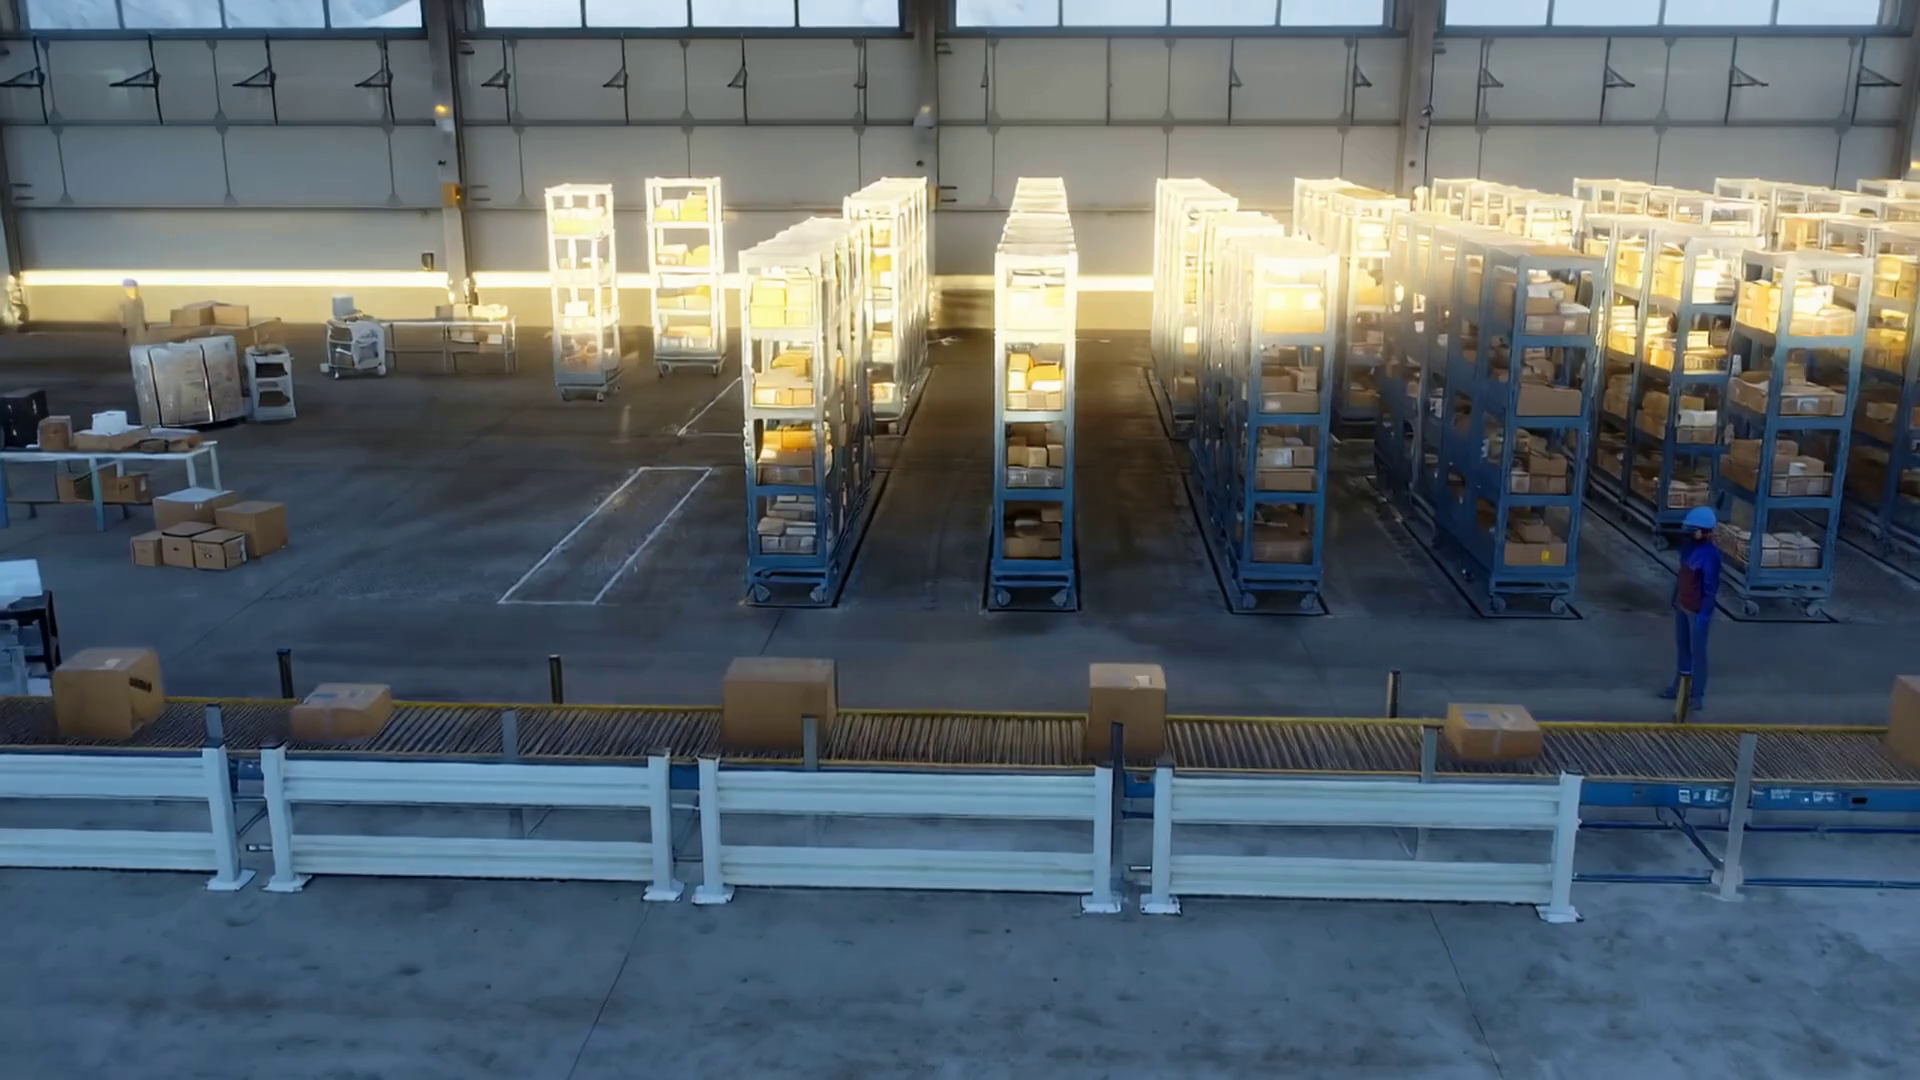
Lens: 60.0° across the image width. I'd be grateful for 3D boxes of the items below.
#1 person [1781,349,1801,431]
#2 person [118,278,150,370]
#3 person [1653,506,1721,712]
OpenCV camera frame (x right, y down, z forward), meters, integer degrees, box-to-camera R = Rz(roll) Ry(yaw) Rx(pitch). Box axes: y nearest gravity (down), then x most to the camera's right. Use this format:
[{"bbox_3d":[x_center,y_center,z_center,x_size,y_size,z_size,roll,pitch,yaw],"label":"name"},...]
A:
[{"bbox_3d":[11.996,-2.095,23.834,0.508,1.836,0.558,7,17,26],"label":"person"},{"bbox_3d":[-15.560,-4.069,31.352,0.464,1.731,0.612,5,16,18],"label":"person"},{"bbox_3d":[6.185,0.575,14.055,0.307,1.770,0.525,-2,15,-6],"label":"person"}]
